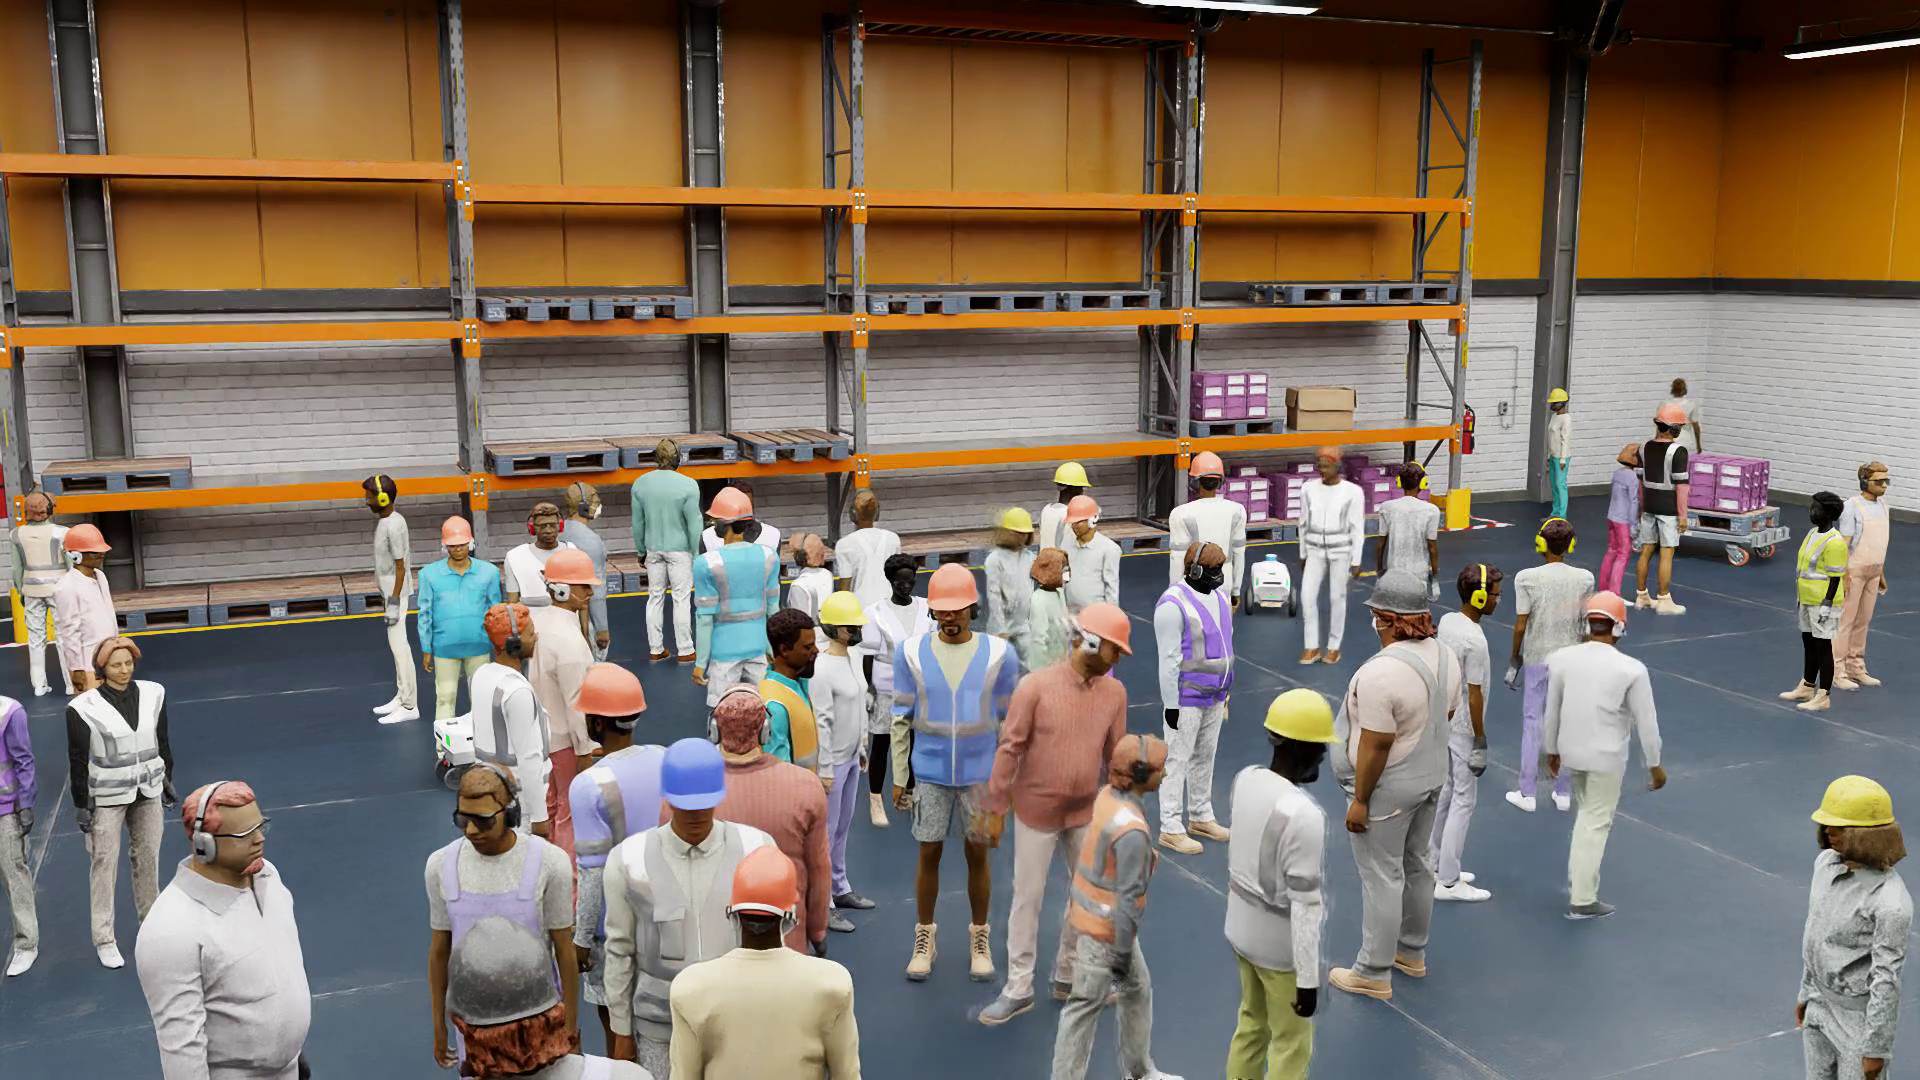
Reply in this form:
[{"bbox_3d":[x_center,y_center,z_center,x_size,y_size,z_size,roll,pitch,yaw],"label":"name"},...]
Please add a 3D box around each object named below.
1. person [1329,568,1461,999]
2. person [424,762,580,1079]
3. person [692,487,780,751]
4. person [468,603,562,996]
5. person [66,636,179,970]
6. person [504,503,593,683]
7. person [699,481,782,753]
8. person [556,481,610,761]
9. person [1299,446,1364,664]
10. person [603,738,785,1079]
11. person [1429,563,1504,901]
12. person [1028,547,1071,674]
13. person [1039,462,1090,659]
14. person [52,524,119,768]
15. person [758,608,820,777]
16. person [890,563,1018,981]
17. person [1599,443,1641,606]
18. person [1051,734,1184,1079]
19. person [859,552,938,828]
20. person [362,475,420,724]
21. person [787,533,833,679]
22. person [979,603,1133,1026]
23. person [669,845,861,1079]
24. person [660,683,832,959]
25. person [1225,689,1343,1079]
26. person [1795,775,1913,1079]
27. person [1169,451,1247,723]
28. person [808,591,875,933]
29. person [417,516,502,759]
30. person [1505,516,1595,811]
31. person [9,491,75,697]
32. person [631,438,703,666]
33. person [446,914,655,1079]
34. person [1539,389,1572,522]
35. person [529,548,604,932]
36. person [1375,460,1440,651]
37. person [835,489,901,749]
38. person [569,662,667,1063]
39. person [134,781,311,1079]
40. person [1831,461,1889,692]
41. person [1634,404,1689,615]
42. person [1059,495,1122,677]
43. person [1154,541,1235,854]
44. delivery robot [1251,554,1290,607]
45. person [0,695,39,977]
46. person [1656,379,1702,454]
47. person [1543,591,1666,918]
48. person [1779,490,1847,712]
[{"bbox_3d":[2.015,1.132,7.892,0.682,2.000,0.537,-10,14,-44],"label":"person"},{"bbox_3d":[-1.546,1.627,5.652,0.518,1.834,0.346,0,10,2],"label":"person"},{"bbox_3d":[-1.414,0.683,10.457,0.613,2.048,0.362,-8,13,-40],"label":"person"},{"bbox_3d":[-2.087,1.224,7.819,0.355,1.883,0.574,-8,12,-38],"label":"person"},{"bbox_3d":[-4.131,1.274,8.233,0.310,1.638,0.523,6,12,32],"label":"person"},{"bbox_3d":[-2.763,0.655,11.197,0.565,1.846,0.388,-6,11,-30],"label":"person"},{"bbox_3d":[-1.537,0.533,11.686,0.597,1.921,0.383,-4,10,-19],"label":"person"},{"bbox_3d":[-2.604,0.557,11.499,0.371,1.941,0.627,-8,13,-38],"label":"person"},{"bbox_3d":[3.089,0.150,14.028,0.601,1.865,0.641,6,11,30],"label":"person"},{"bbox_3d":[-0.877,1.590,5.563,0.607,1.936,0.416,-2,10,-14],"label":"person"},{"bbox_3d":[2.729,1.036,8.994,0.344,1.856,0.524,-1,10,-6],"label":"person"},{"bbox_3d":[0.581,0.850,10.690,0.285,1.633,0.497,3,10,17],"label":"person"},{"bbox_3d":[0.809,0.362,12.694,0.395,1.918,0.591,-4,11,-21],"label":"person"},{"bbox_3d":[-5.657,0.758,10.869,0.331,1.750,0.572,-1,10,-5],"label":"person"},{"bbox_3d":[-0.796,1.248,7.578,0.377,1.917,0.600,0,10,-2],"label":"person"},{"bbox_3d":[-0.028,1.115,7.983,0.614,2.042,0.373,0,10,2],"label":"person"},{"bbox_3d":[6.608,-0.163,16.577,0.324,1.623,0.509,0,10,-2],"label":"person"},{"bbox_3d":[0.665,1.560,6.687,0.642,1.600,0.541,0,10,-2],"label":"person"},{"bbox_3d":[-0.360,0.908,10.173,0.540,1.695,0.317,-5,11,-27],"label":"person"},{"bbox_3d":[-4.251,0.435,12.417,0.328,1.865,0.521,-4,11,-22],"label":"person"},{"bbox_3d":[-0.998,0.762,11.180,0.310,1.638,0.522,3,10,19],"label":"person"},{"bbox_3d":[0.417,1.249,7.532,0.758,1.948,0.389,-5,11,-25],"label":"person"},{"bbox_3d":[-0.583,1.773,5.025,0.575,1.749,0.336,-1,10,-6],"label":"person"},{"bbox_3d":[-0.802,1.478,6.283,0.636,1.911,0.404,-2,10,-13],"label":"person"},{"bbox_3d":[1.201,1.486,6.235,0.404,1.911,0.630,-3,10,-15],"label":"person"},{"bbox_3d":[3.065,1.653,5.778,0.331,1.734,0.482,0,10,-1],"label":"person"},{"bbox_3d":[1.807,0.362,12.324,0.608,2.044,0.373,-3,10,-18],"label":"person"},{"bbox_3d":[-0.617,1.134,8.671,0.316,1.769,0.523,3,10,18],"label":"person"},{"bbox_3d":[-3.346,0.704,11.182,0.561,1.752,0.326,-4,11,-23],"label":"person"},{"bbox_3d":[3.687,0.777,10.433,0.520,1.870,0.326,0,10,-1],"label":"person"},{"bbox_3d":[-7.168,0.431,13.084,0.512,1.641,0.307,-1,10,-3],"label":"person"},{"bbox_3d":[-2.466,0.104,14.105,0.634,1.938,0.355,3,10,18],"label":"person"},{"bbox_3d":[-1.018,1.832,3.856,0.674,2.000,0.535,-7,12,-35],"label":"person"},{"bbox_3d":[7.673,-1.067,21.386,0.338,1.761,0.524,0,10,0],"label":"person"},{"bbox_3d":[-2.027,1.026,8.642,0.392,1.988,0.623,-6,11,-30],"label":"person"},{"bbox_3d":[3.556,0.302,13.205,0.517,1.860,0.324,7,12,36],"label":"person"},{"bbox_3d":[-0.655,0.558,11.760,0.506,1.847,0.346,-6,11,-30],"label":"person"},{"bbox_3d":[-1.327,1.426,6.481,0.357,1.940,0.553,6,11,29],"label":"person"},{"bbox_3d":[-2.219,1.672,5.169,0.410,1.909,0.643,1,10,4],"label":"person"},{"bbox_3d":[7.235,0.286,13.331,0.505,1.846,0.346,-5,11,-26],"label":"person"},{"bbox_3d":[6.824,-0.299,16.131,0.375,2.044,0.605,-4,11,-23],"label":"person"},{"bbox_3d":[0.920,0.531,12.224,0.354,1.738,0.574,-9,14,-43],"label":"person"},{"bbox_3d":[1.394,0.911,9.779,0.429,1.837,0.624,9,13,42],"label":"person"},{"bbox_3d":[3.023,0.382,16.218,0.477,0.478,0.707,1,10,7],"label":"delivery robot"},{"bbox_3d":[-4.728,1.307,8.045,0.523,1.636,0.309,0,10,3],"label":"person"},{"bbox_3d":[9.716,-1.281,22.519,0.522,1.804,0.934,10,14,44],"label":"person"},{"bbox_3d":[3.400,1.134,8.800,0.517,1.717,0.573,-5,11,-27],"label":"person"},{"bbox_3d":[6.563,0.463,12.731,0.318,1.699,0.535,1,10,4],"label":"person"}]
